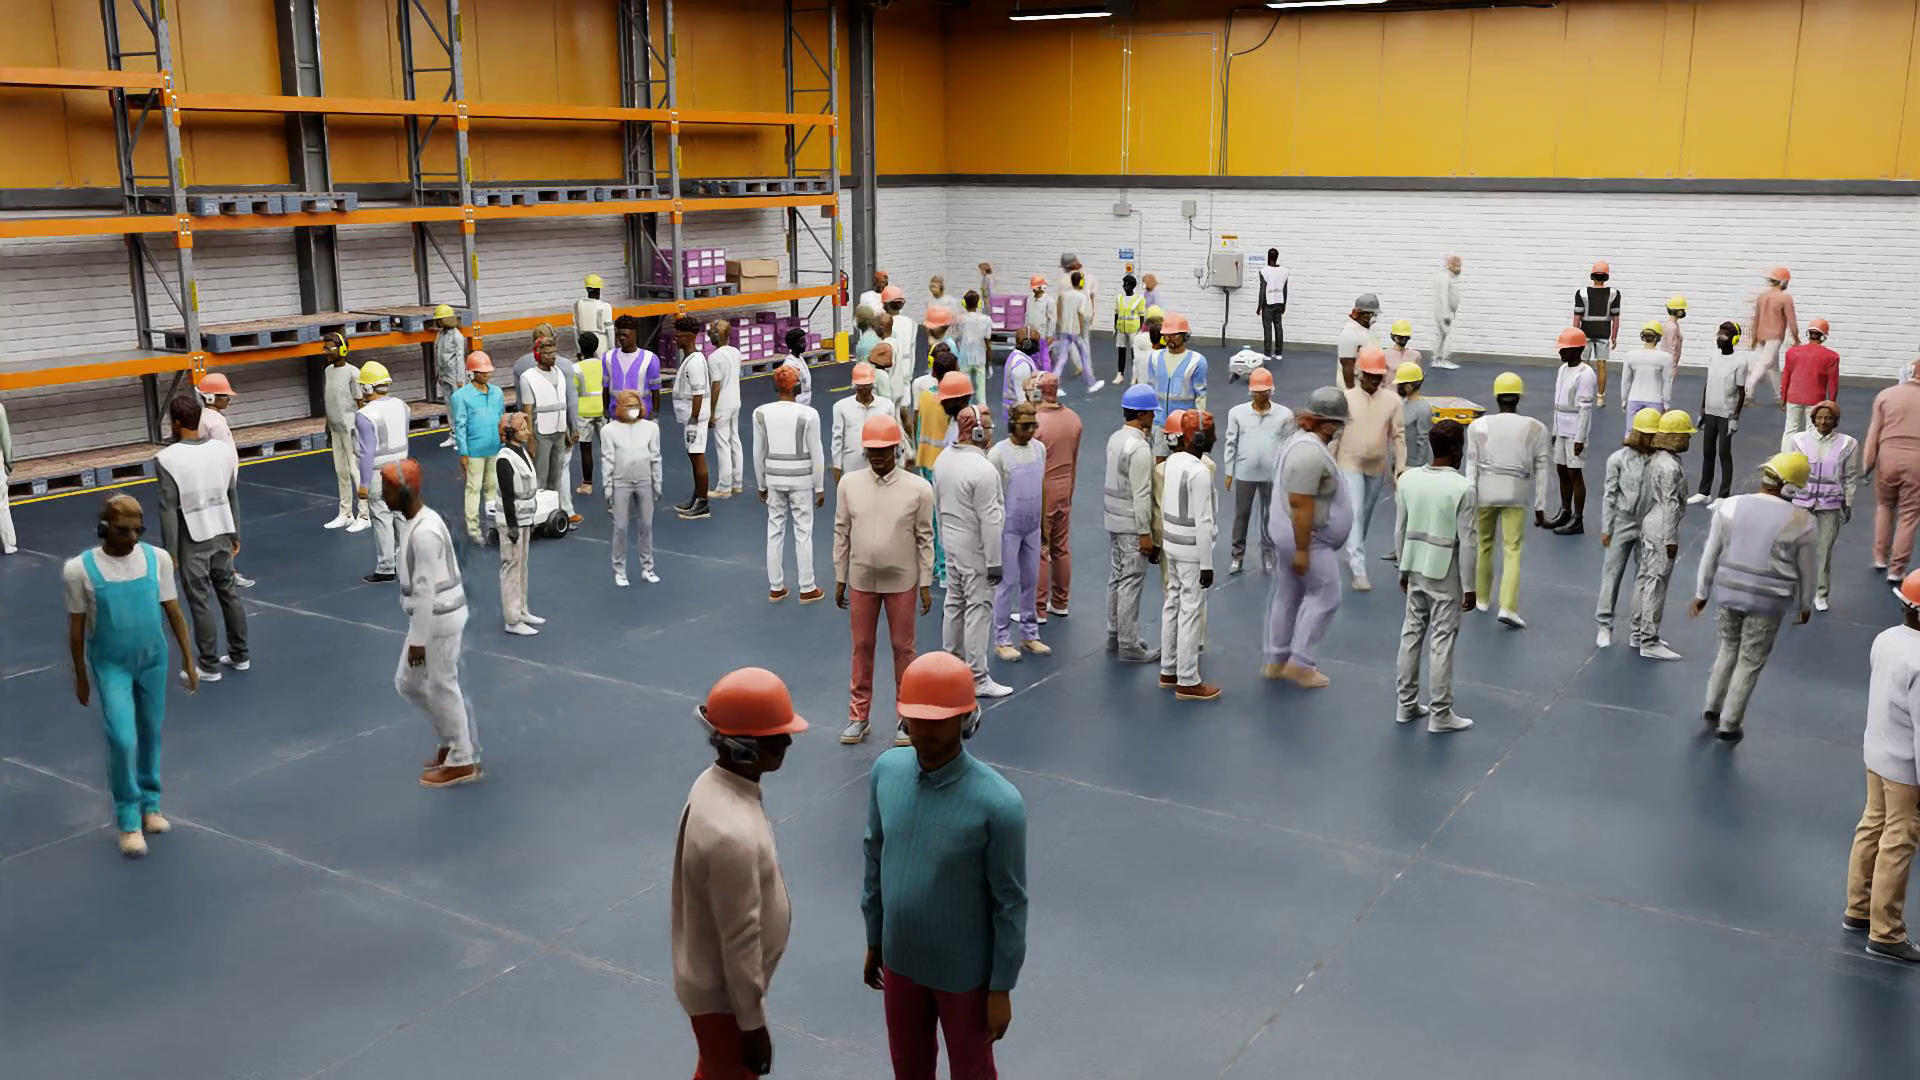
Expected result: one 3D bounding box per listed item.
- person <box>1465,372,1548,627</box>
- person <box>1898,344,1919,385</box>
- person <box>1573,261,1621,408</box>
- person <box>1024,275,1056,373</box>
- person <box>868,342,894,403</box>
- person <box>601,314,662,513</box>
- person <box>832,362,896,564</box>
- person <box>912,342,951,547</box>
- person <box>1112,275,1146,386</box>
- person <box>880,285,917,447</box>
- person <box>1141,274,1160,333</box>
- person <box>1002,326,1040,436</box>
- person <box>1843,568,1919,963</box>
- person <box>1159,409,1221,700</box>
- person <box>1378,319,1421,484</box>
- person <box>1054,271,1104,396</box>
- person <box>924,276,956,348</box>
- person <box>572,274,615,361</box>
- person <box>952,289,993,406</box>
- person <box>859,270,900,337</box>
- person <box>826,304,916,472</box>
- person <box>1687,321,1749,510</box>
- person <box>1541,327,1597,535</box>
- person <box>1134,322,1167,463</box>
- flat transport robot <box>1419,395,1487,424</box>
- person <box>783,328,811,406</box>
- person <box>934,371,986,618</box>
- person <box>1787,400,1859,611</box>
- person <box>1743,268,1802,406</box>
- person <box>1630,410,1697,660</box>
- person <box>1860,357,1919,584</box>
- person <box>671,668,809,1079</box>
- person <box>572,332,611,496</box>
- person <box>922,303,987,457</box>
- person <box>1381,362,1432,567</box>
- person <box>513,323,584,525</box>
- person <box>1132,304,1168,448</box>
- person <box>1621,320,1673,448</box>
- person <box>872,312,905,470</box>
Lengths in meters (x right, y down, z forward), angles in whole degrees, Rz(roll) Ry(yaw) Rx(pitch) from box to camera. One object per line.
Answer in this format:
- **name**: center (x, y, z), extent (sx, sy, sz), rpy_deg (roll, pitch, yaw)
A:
- **person**: center (4.100, -0.303, 12.522), extent (0.606, 1.878, 0.826), rpy_deg (3, 13, 15)
- **person**: center (9.782, -1.238, 16.952), extent (0.319, 1.691, 0.540), rpy_deg (-6, 14, -24)
- **person**: center (8.866, -2.864, 23.224), extent (0.614, 2.043, 0.373), rpy_deg (4, 13, 15)
- **person**: center (1.163, -3.086, 24.839), extent (0.337, 1.743, 0.562), rpy_deg (-13, 18, -43)
- **person**: center (-0.782, -1.187, 16.846), extent (0.278, 1.633, 0.507), rpy_deg (-4, 14, -17)
- **person**: center (-3.226, -1.229, 16.299), extent (0.602, 1.967, 0.366), rpy_deg (2, 13, 8)
- **person**: center (-0.814, -0.662, 14.304), extent (0.575, 1.749, 0.336), rpy_deg (-3, 13, -13)
- **person**: center (-0.189, -0.838, 14.827), extent (0.521, 1.867, 0.336), rpy_deg (-9, 16, -33)
- **person**: center (2.584, -3.211, 25.494), extent (0.530, 1.693, 0.321), rpy_deg (8, 15, 31)
- **person**: center (-0.755, -1.855, 18.849), extent (0.373, 2.040, 0.615), rpy_deg (10, 16, 36)
- **person**: center (2.998, -3.476, 26.802), extent (0.549, 1.611, 0.519), rpy_deg (-5, 14, -21)
- **person**: center (0.634, -1.192, 16.440), extent (0.429, 1.837, 0.624), rpy_deg (0, 13, -2)
- **person**: center (4.152, 0.959, 7.276), extent (0.330, 1.751, 0.563), rpy_deg (2, 13, 8)
- **person**: center (1.490, 0.092, 10.757), extent (0.341, 1.879, 0.587), rpy_deg (-4, 13, -15)
- **person**: center (4.685, -1.481, 17.834), extent (0.525, 1.769, 0.310), rpy_deg (-3, 13, -13)
- **person**: center (1.693, -3.036, 24.488), extent (0.998, 1.810, 0.542), rpy_deg (-13, 18, -43)
- **person**: center (-0.289, -2.850, 23.709), extent (0.544, 1.790, 0.960), rpy_deg (5, 14, 22)
- **person**: center (-4.868, -2.572, 22.211), extent (0.594, 1.926, 0.366), rpy_deg (4, 13, 15)
- **person**: center (0.154, -2.160, 20.581), extent (0.510, 1.860, 0.333), rpy_deg (0, 13, 0)
- **person**: center (-1.138, -2.918, 23.830), extent (0.584, 1.874, 0.449), rpy_deg (-6, 14, -24)
- **person**: center (-0.939, -1.667, 18.372), extent (1.036, 1.891, 0.640), rpy_deg (-1, 13, -3)
- **person**: center (7.551, -1.242, 16.556), extent (0.328, 1.877, 0.511), rpy_deg (-5, 14, -21)
- **person**: center (5.642, -1.010, 15.444), extent (0.392, 1.929, 0.546), rpy_deg (-2, 13, -8)
- **person**: center (1.946, -1.255, 16.665), extent (0.334, 1.857, 0.528), rpy_deg (-12, 18, -42)
- **flat transport robot**: center (6.525, -1.752, 22.282), extent (0.652, 0.197, 1.431), rpy_deg (0, 13, -1)
- **person**: center (-1.728, -1.395, 17.609), extent (0.318, 1.698, 0.535), rpy_deg (1, 13, 5)
- **person**: center (0.006, -0.299, 12.362), extent (0.396, 1.926, 0.548), rpy_deg (-3, 13, -13)
- **person**: center (6.607, -0.267, 12.845), extent (0.520, 1.639, 0.312), rpy_deg (6, 14, 25)
- **person**: center (11.427, -2.848, 23.401), extent (1.050, 1.946, 0.628), rpy_deg (-3, 13, -11)
- **person**: center (4.937, -0.045, 11.654), extent (0.294, 1.744, 0.486), rpy_deg (2, 13, 8)
- **person**: center (7.873, -0.600, 13.783), extent (0.660, 1.865, 0.814), rpy_deg (10, 16, 37)
- **person**: center (-0.662, 1.348, 5.097), extent (0.428, 1.982, 0.615), rpy_deg (-2, 13, -8)
- **person**: center (-3.807, -1.303, 17.213), extent (0.534, 1.697, 0.318), rpy_deg (-10, 16, -36)
- **person**: center (-0.099, -1.477, 17.331), extent (0.878, 1.999, 0.612), rpy_deg (-2, 13, -10)
- **person**: center (3.828, -0.646, 14.233), extent (0.344, 1.758, 0.532), rpy_deg (-3, 13, -13)
- **person**: center (-3.881, -1.082, 15.722), extent (0.631, 1.940, 0.372), rpy_deg (4, 13, 15)
- **person**: center (2.304, -1.919, 19.759), extent (0.531, 1.742, 0.729), rpy_deg (2, 13, 9)
- **person**: center (7.335, -1.465, 17.783), extent (0.523, 1.761, 0.323), rpy_deg (10, 16, 36)
- **person**: center (-0.772, -1.515, 17.812), extent (0.324, 1.842, 0.516), rpy_deg (5, 14, 22)
